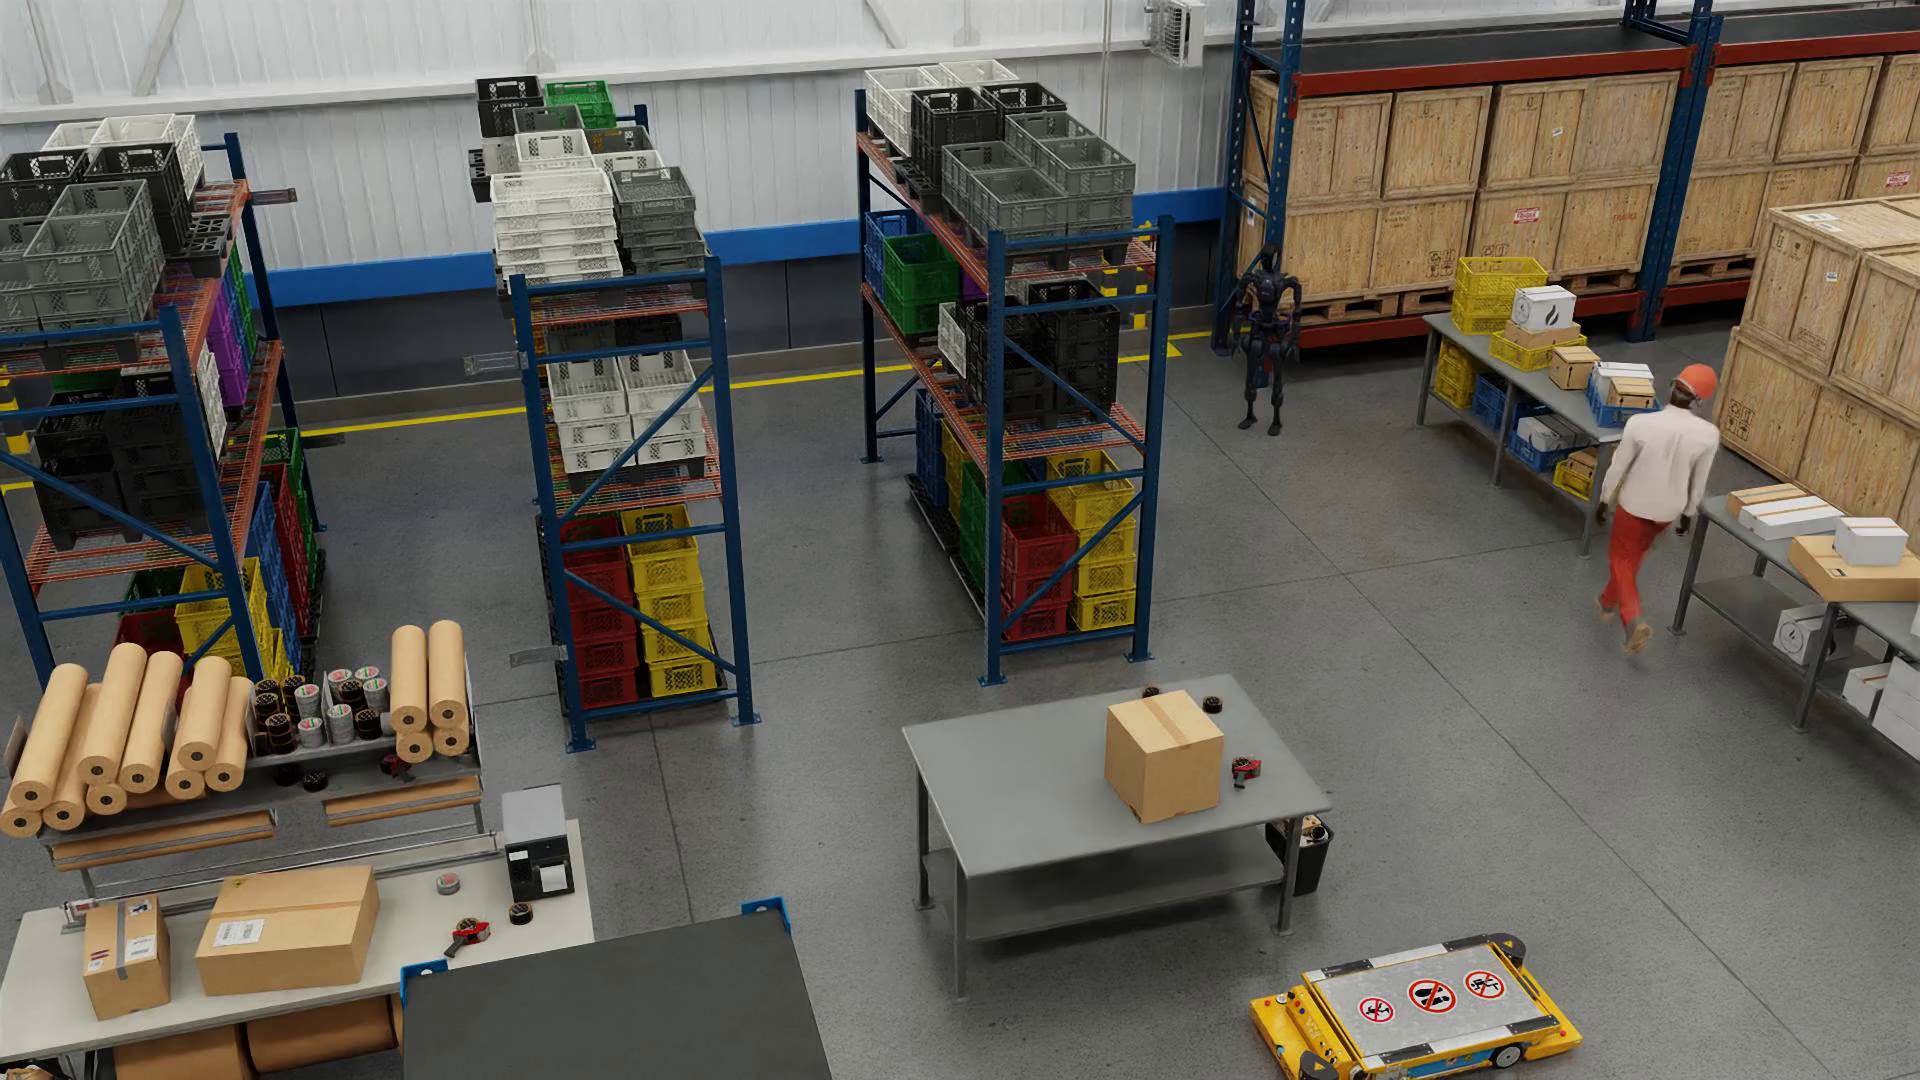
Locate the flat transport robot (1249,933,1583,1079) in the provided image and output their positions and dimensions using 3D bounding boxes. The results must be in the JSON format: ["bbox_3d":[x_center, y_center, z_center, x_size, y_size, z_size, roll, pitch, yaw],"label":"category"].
[{"bbox_3d":[2.184,2.282,7.980,1.431,0.197,0.652,-8,30,-14],"label":"flat transport robot"}]

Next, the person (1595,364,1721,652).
[{"bbox_3d":[4.507,-0.212,10.813,0.649,1.930,0.866,2,29,4],"label":"person"}]

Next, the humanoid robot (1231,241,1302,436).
[{"bbox_3d":[2.539,-1.670,13.737,0.598,1.647,0.327,13,31,22],"label":"humanoid robot"}]
